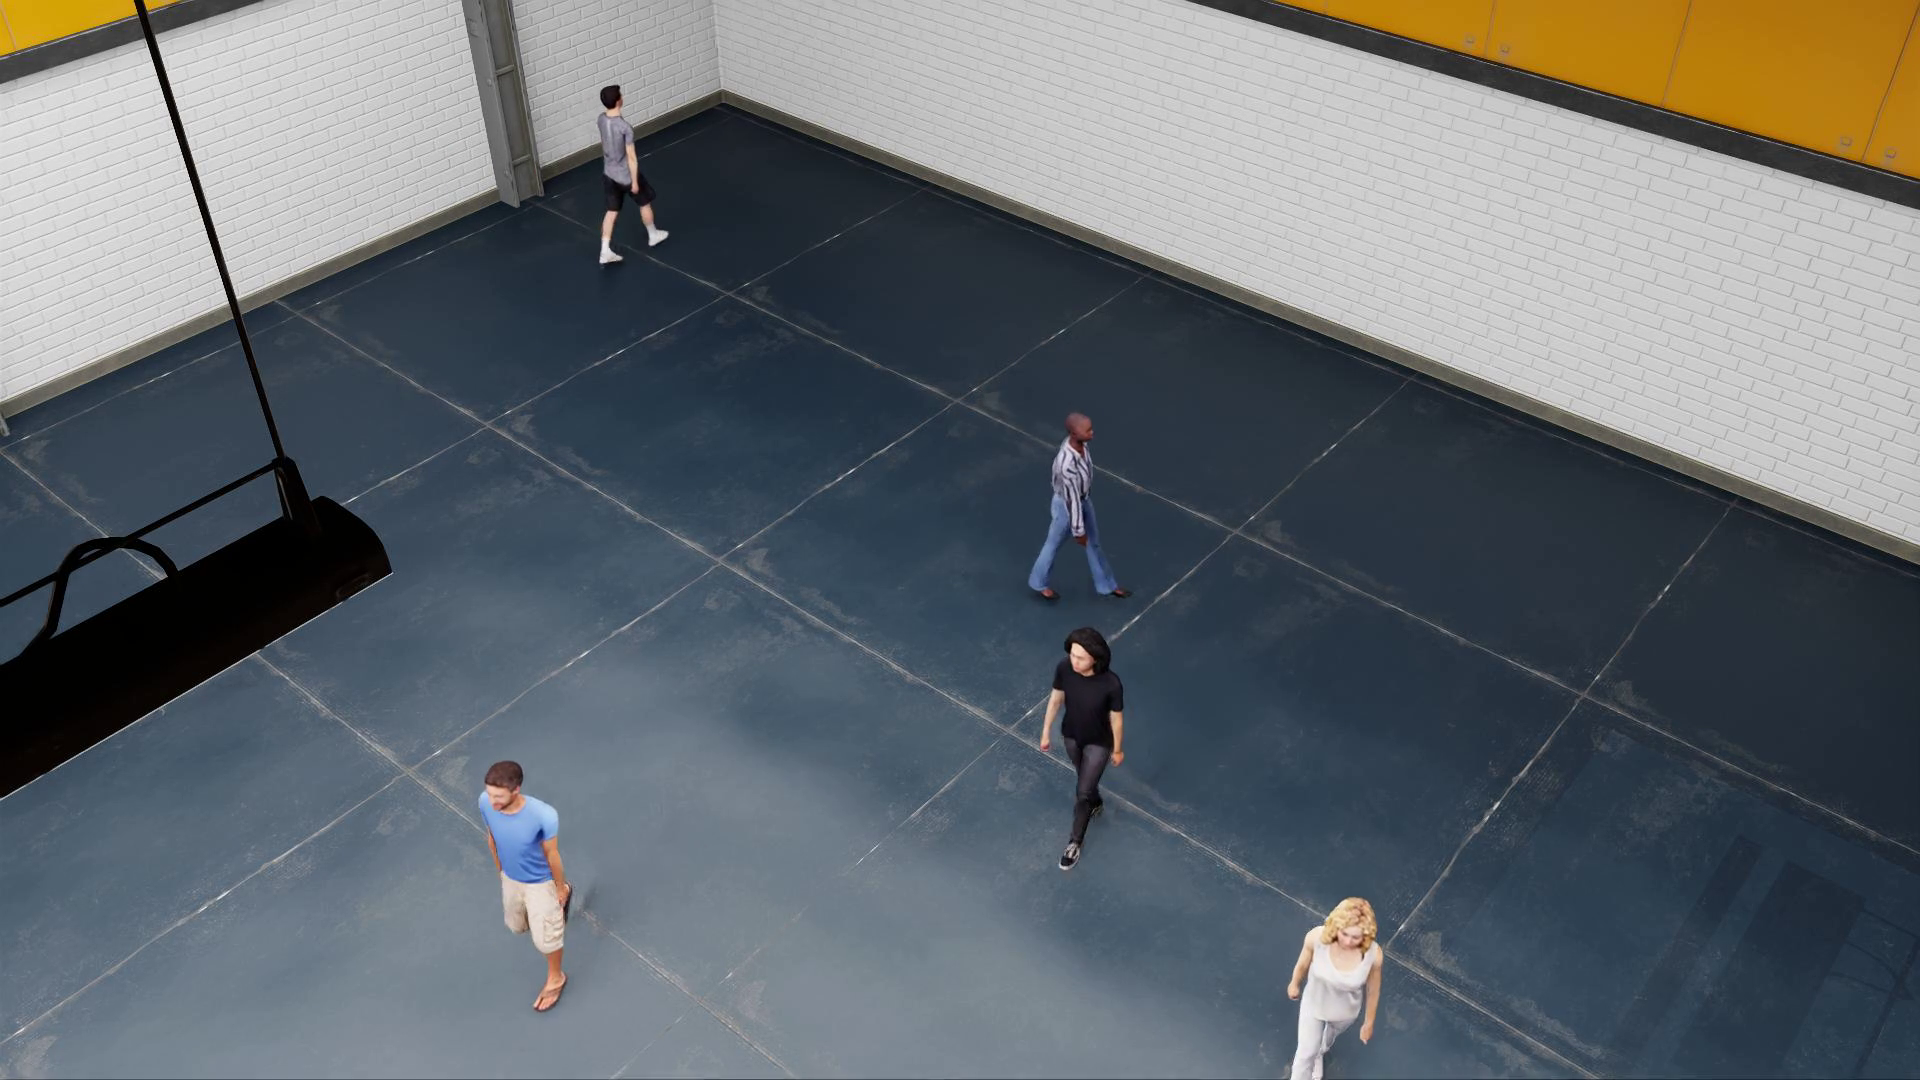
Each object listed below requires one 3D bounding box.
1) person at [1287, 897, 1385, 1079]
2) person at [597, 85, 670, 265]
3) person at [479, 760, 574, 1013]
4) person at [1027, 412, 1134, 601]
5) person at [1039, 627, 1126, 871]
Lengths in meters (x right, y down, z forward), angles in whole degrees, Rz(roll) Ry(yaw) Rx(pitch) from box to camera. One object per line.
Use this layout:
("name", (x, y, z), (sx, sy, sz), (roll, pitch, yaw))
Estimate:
("person", (2.068, 2.478, 9.184), (0.892, 1.640, 1.077), (9, 40, 12))
("person", (-3.467, -3.624, 16.667), (0.722, 1.836, 1.174), (25, 45, 28))
("person", (-2.473, 1.898, 9.745), (0.869, 1.846, 1.073), (10, 40, 13))
("person", (0.728, -0.213, 12.459), (1.009, 1.758, 1.098), (9, 40, 11))
("person", (0.867, 1.196, 10.652), (0.678, 1.810, 0.890), (25, 45, 28))
